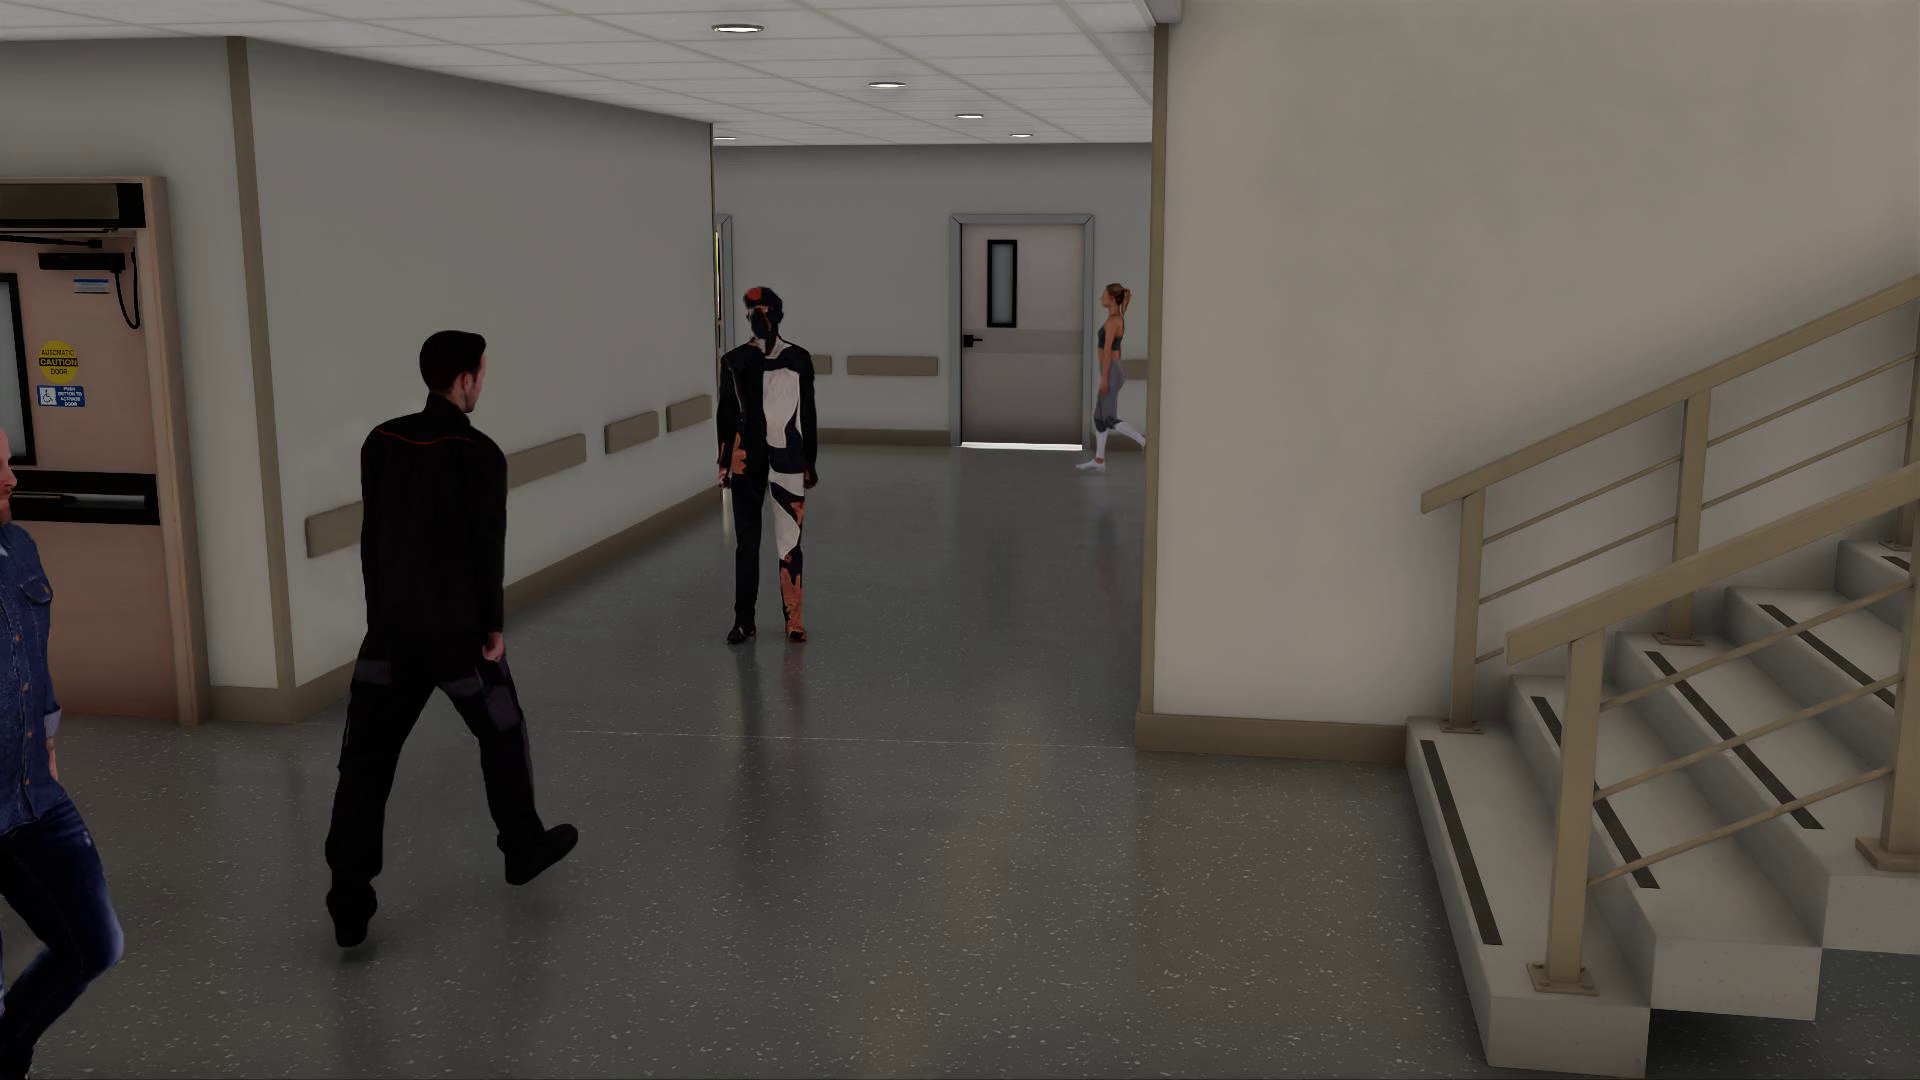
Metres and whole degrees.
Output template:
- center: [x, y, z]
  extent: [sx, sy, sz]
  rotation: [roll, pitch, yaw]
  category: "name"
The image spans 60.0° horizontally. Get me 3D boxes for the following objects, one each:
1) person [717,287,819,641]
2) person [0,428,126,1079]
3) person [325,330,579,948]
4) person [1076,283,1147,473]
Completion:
- center: [-1.023, -0.402, 8.898]
  extent: [0.605, 1.890, 0.801]
  rotation: [0, 11, -2]
  category: "person"
- center: [-2.266, 0.621, 3.725]
  extent: [0.660, 1.809, 0.731]
  rotation: [2, 11, 12]
  category: "person"
- center: [-1.700, 0.324, 5.186]
  extent: [1.034, 1.848, 0.789]
  rotation: [1, 11, 6]
  category: "person"
- center: [1.420, -1.409, 14.765]
  extent: [0.984, 1.682, 0.597]
  rotation: [3, 11, 14]
  category: "person"
